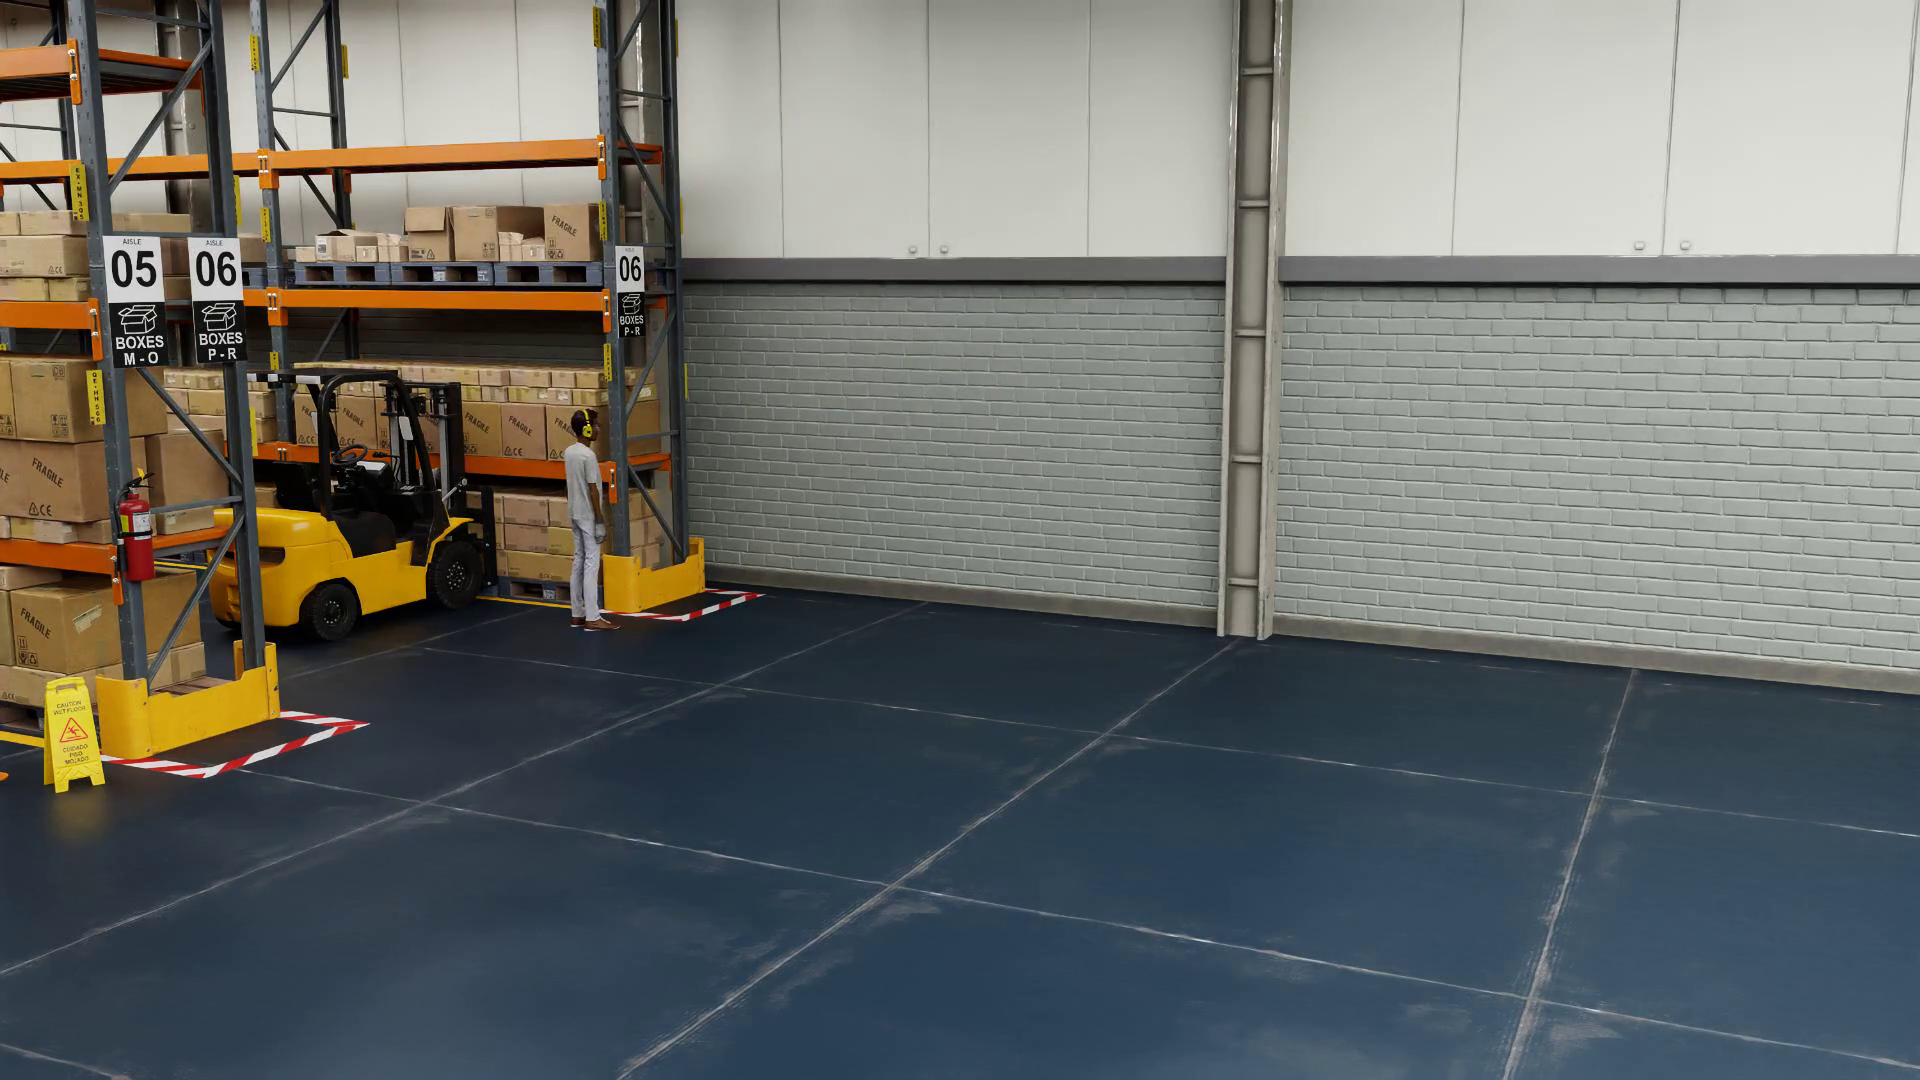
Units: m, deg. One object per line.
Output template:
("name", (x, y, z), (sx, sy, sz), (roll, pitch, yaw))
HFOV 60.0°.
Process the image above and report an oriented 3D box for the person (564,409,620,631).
("person", (-3.127, -0.170, 13.991), (0.328, 1.872, 0.514), (-8, 12, -40))
